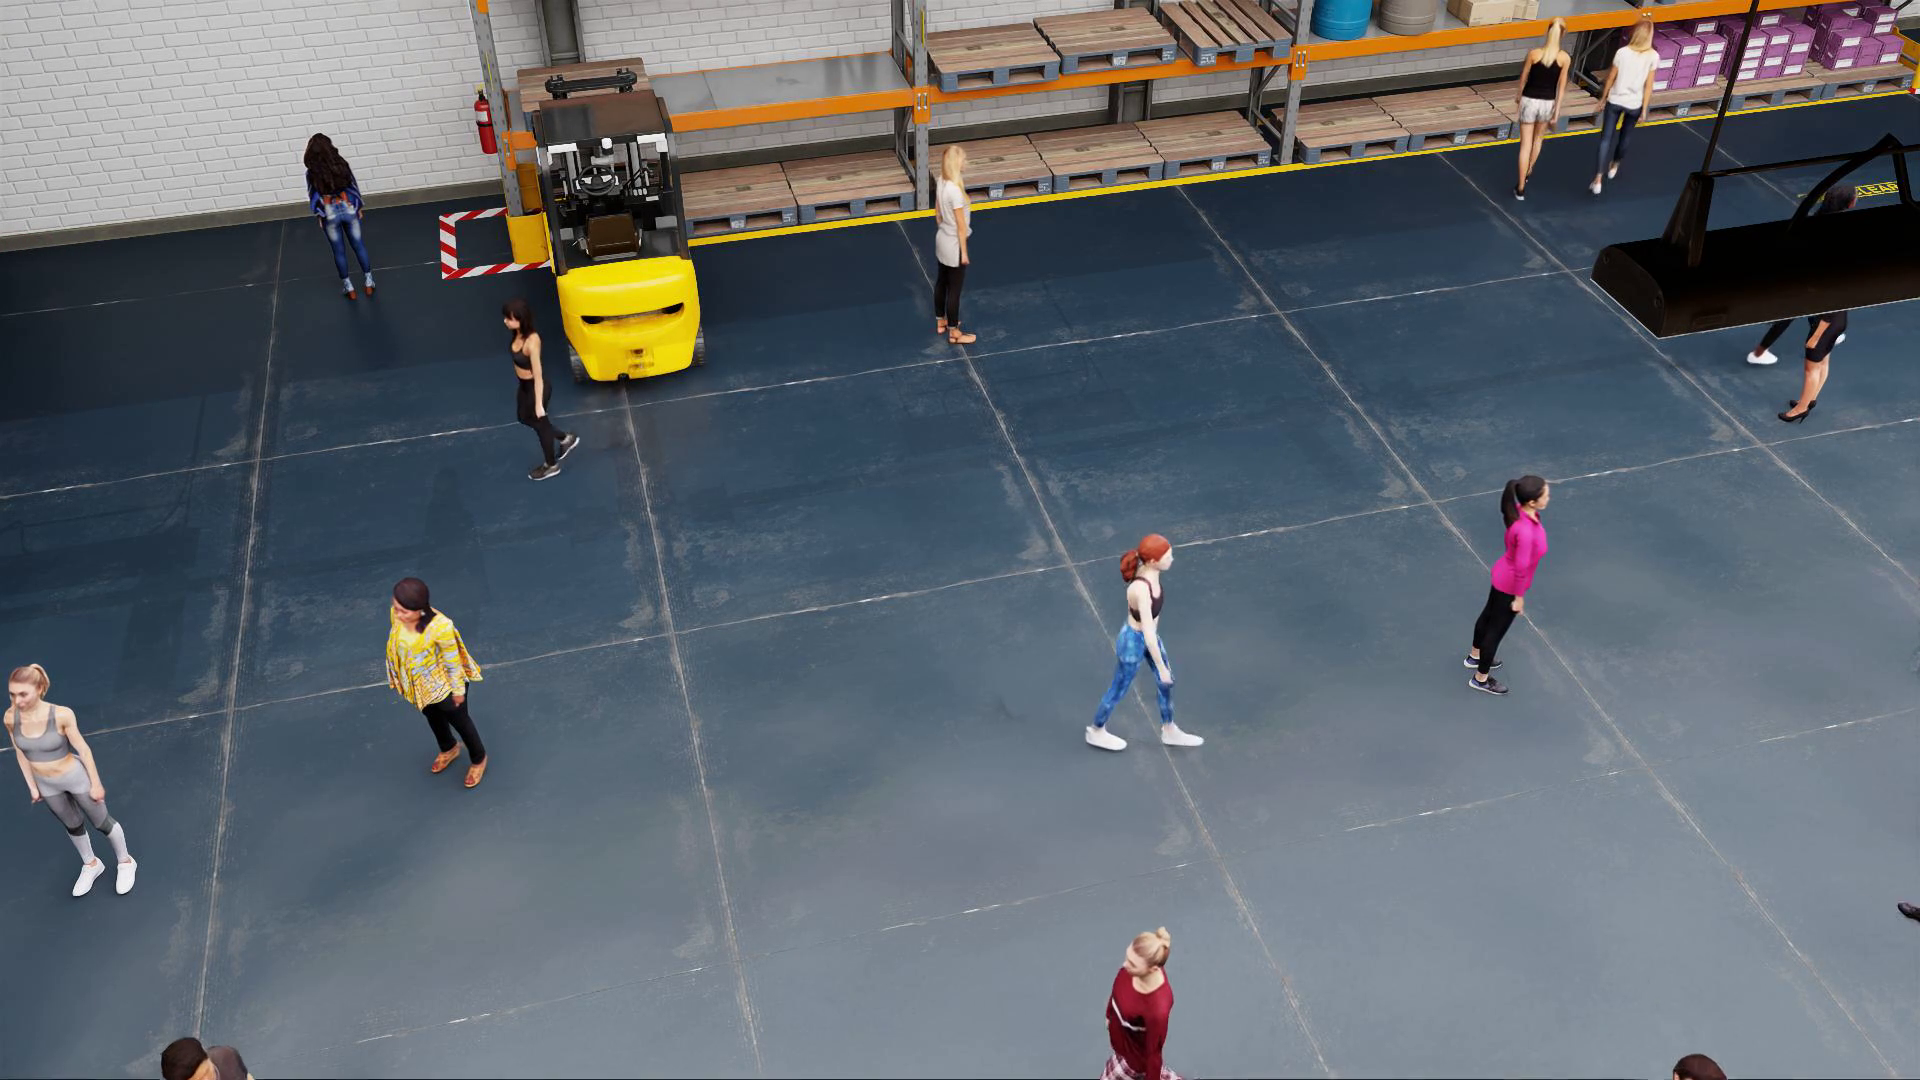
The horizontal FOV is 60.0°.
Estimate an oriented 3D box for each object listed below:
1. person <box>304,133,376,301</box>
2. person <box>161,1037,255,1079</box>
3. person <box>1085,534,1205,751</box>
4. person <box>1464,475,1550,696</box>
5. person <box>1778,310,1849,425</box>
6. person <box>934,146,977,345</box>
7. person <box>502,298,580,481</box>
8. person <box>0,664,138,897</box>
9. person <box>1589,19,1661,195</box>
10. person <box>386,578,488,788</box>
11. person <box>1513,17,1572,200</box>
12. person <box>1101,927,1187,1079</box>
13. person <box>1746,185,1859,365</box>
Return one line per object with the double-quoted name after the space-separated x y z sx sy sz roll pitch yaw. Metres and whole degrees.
-5.661 -2.963 15.175 0.550 1.616 0.709 -17 42 -21 "person"
-3.489 2.829 7.859 0.764 1.695 0.722 13 40 16 "person"
1.026 0.683 10.507 1.080 1.754 0.909 12 40 14 "person"
3.643 0.273 11.065 0.691 1.698 0.674 6 39 7 "person"
7.063 -1.705 13.553 0.558 1.675 0.674 -32 48 -33 "person"
-0.082 -2.575 14.522 0.597 1.824 0.649 -18 42 -21 "person"
-3.241 -1.203 12.954 0.769 1.637 0.684 -21 43 -24 "person"
-5.183 1.393 9.652 0.557 1.701 0.675 -1 39 -2 "person"
6.671 -4.327 16.754 1.094 1.776 1.049 12 40 14 "person"
-3.255 0.862 10.358 0.882 1.650 0.944 18 42 21 "person"
5.796 -4.324 16.712 0.908 1.825 0.880 9 39 11 "person"
0.941 2.500 8.294 1.050 1.665 0.674 -6 39 -8 "person"
7.189 -2.210 14.173 1.167 1.689 0.736 -5 39 -6 "person"
